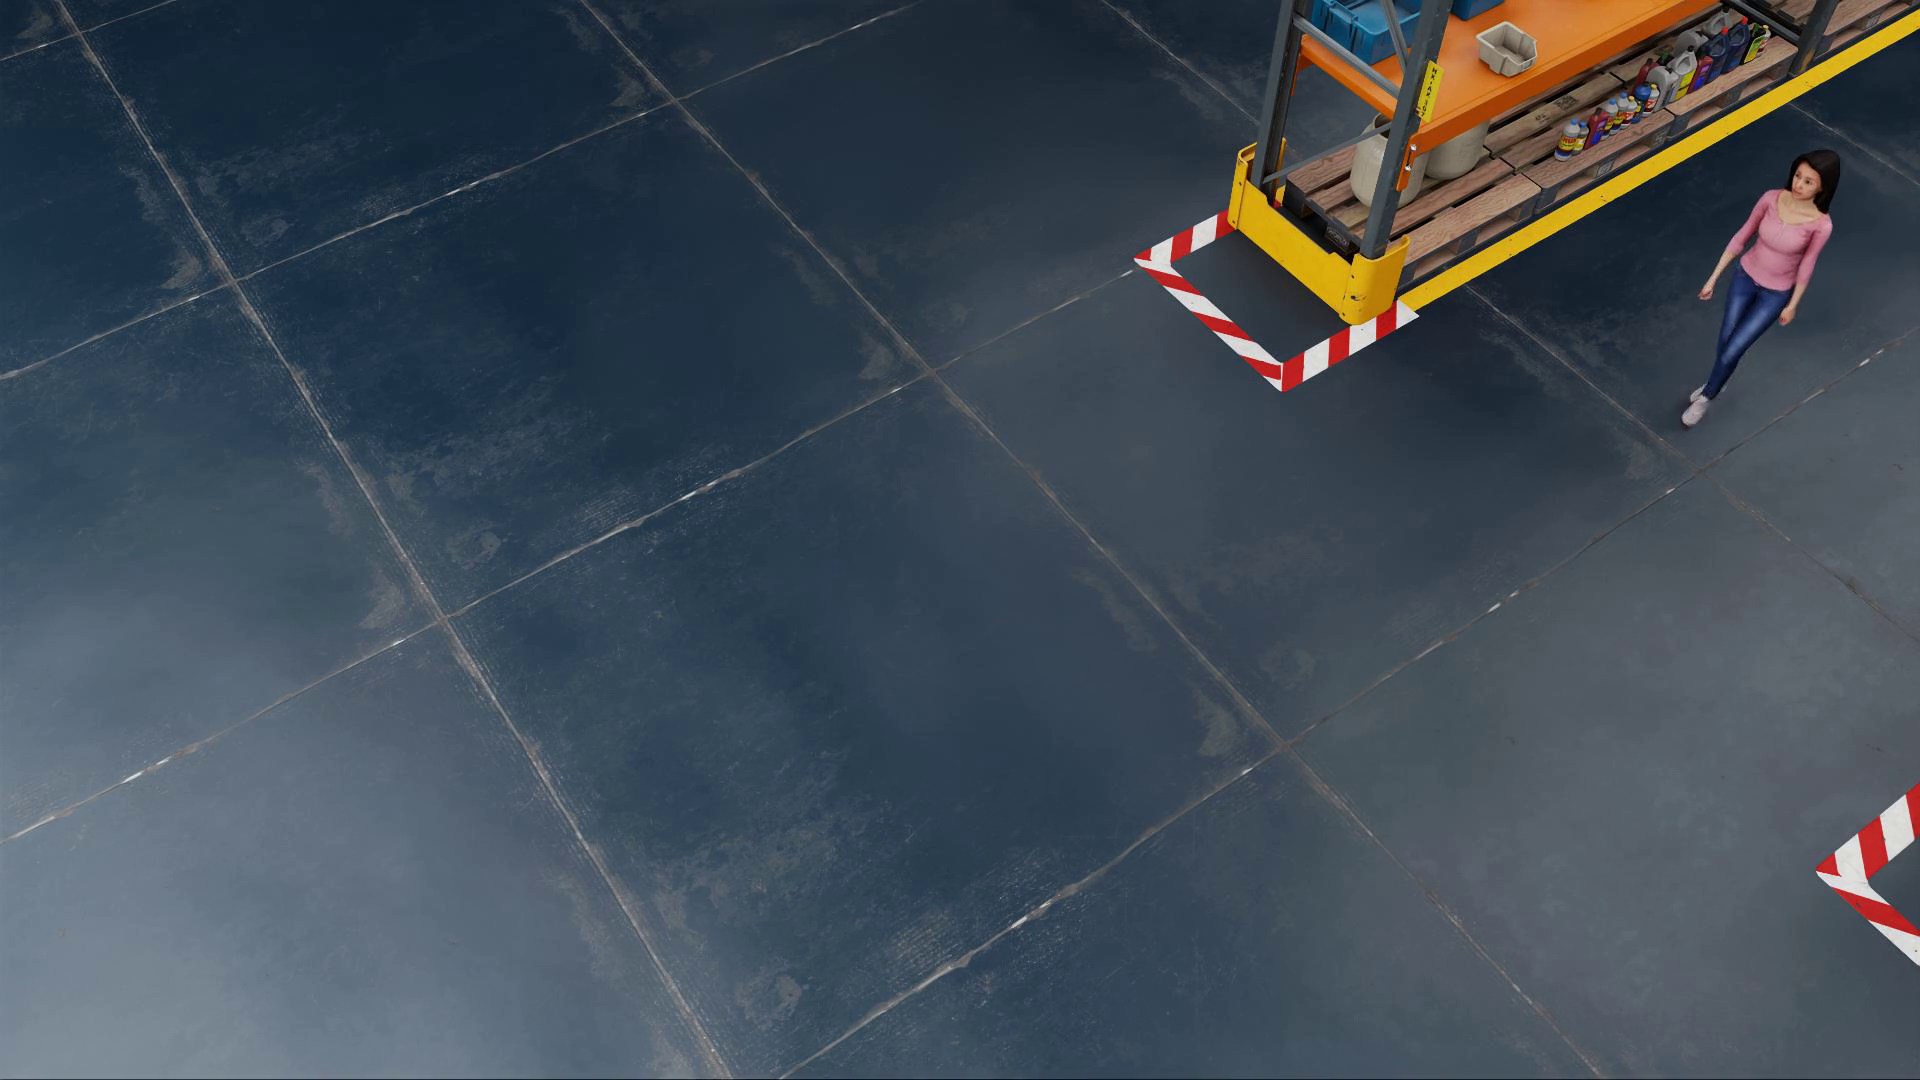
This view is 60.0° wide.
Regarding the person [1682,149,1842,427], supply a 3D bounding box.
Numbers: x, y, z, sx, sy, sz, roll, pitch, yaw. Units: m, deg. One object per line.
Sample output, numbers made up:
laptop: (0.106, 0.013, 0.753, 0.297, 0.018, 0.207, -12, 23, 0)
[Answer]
person: (4.228, -1.348, 8.677, 0.654, 1.729, 0.589, -29, 58, -21)
